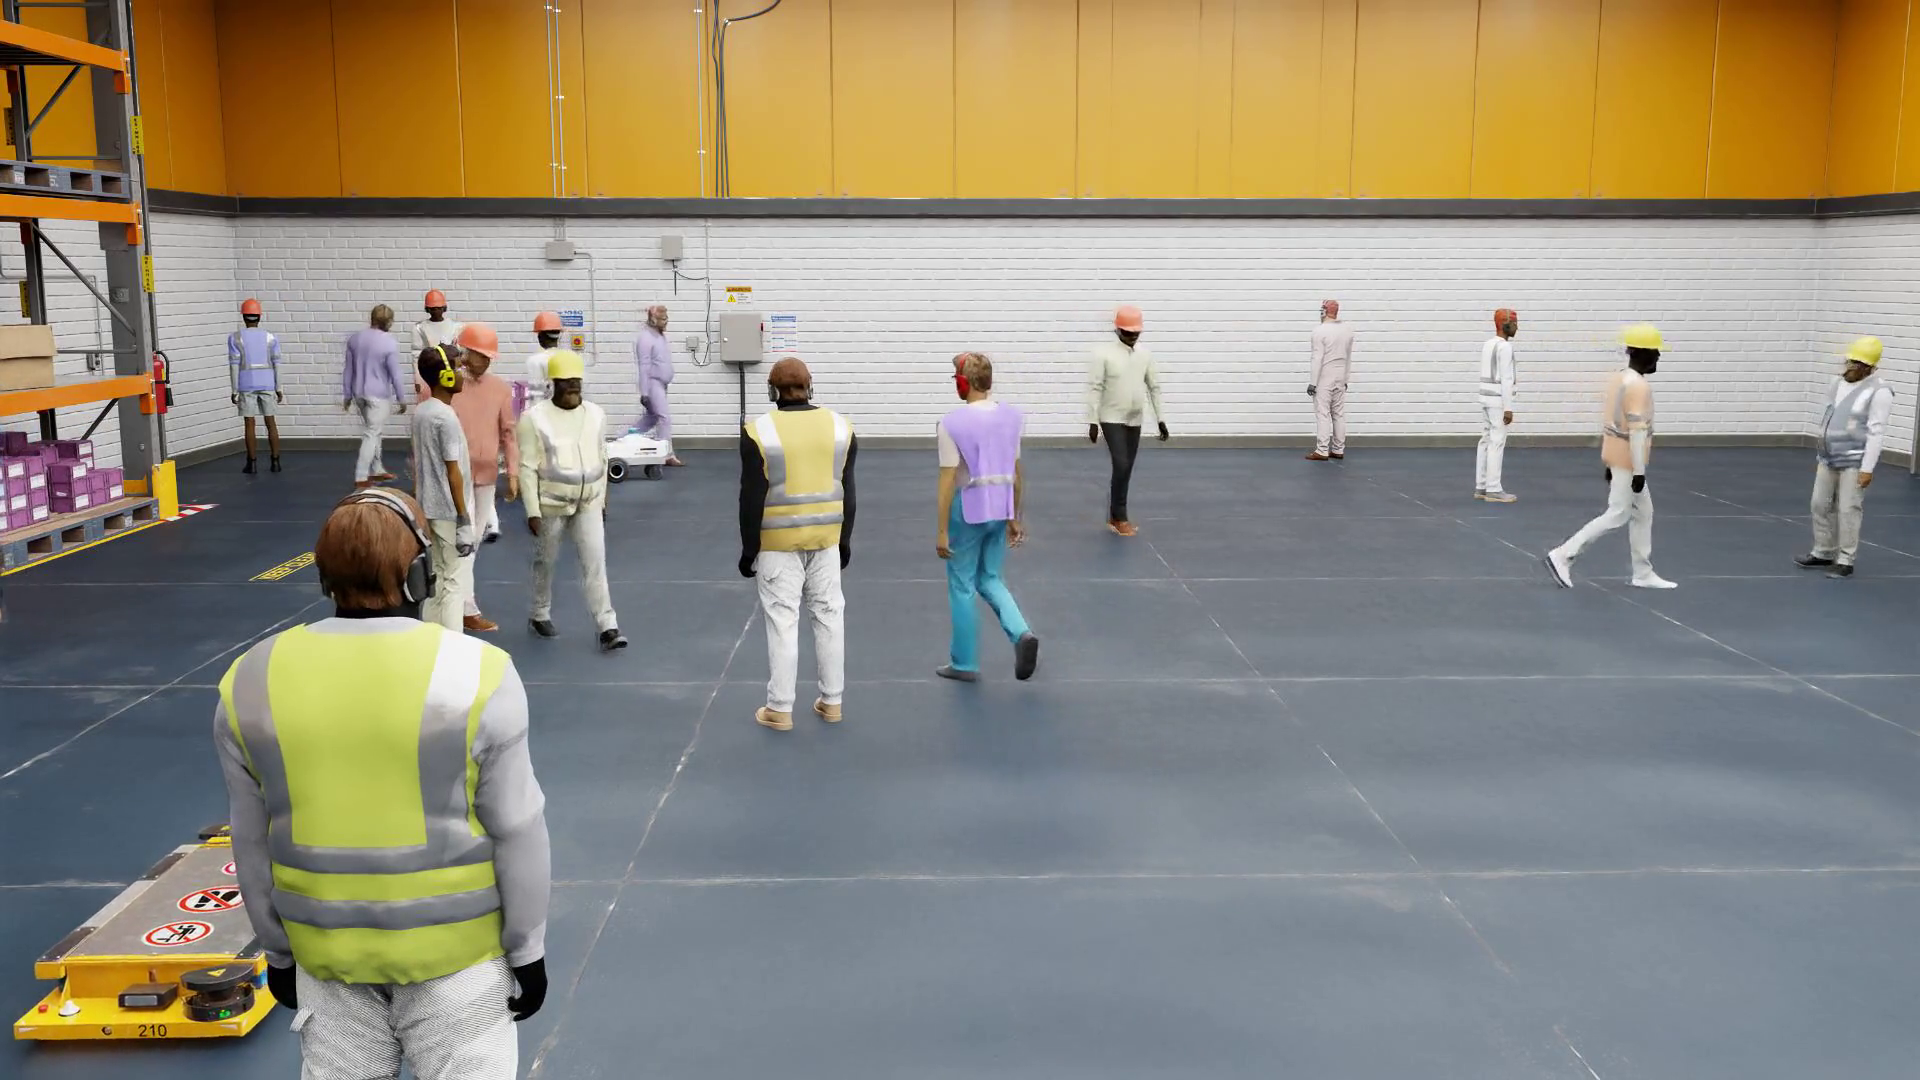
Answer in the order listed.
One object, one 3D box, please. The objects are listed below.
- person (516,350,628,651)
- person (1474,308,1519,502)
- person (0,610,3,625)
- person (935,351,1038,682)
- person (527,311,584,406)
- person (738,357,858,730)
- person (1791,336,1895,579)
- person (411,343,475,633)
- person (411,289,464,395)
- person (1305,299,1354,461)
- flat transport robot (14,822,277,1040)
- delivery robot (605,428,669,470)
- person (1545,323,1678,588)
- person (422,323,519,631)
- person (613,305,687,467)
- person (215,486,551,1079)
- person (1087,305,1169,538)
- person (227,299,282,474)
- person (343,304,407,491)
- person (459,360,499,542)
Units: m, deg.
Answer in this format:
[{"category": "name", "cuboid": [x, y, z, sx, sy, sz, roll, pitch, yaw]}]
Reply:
[{"category": "person", "cuboid": [-2.347, -0.238, 9.946, 0.610, 1.790, 0.939, -7, 12, -38]}, {"category": "person", "cuboid": [5.261, -1.318, 16.273, 0.337, 1.882, 0.585, -1, 9, -4]}, {"category": "person", "cuboid": [-6.178, -0.200, 10.123, 0.549, 1.646, 0.865, 0, 9, 0]}, {"category": "person", "cuboid": [0.124, -0.102, 8.979, 0.581, 1.829, 0.620, -8, 12, -41]}, {"category": "person", "cuboid": [-3.442, -1.013, 14.335, 0.789, 1.916, 0.552, 8, 12, 40]}, {"category": "person", "cuboid": [-0.812, 0.019, 8.226, 0.621, 1.837, 0.429, -5, 11, -29]}, {"category": "person", "cuboid": [6.460, -0.595, 12.156, 0.406, 1.786, 0.679, -2, 10, -13]}, {"category": "person", "cuboid": [-2.743, -0.115, 8.929, 0.328, 1.876, 0.515, -8, 12, -39]}, {"category": "person", "cuboid": [-6.113, -1.927, 19.570, 0.616, 2.030, 0.403, -5, 10, -26]}, {"category": "person", "cuboid": [4.358, -1.896, 19.752, 0.651, 1.906, 0.403, -7, 11, -35]}, {"category": "flat transport robot", "cuboid": [-2.425, 1.245, 5.491, 0.652, 0.197, 1.431, 0, 9, -2]}, {"category": "delivery robot", "cuboid": [-3.494, -0.956, 17.833, 0.707, 0.478, 0.477, -4, 10, -21]}, {"category": "person", "cuboid": [4.633, -0.578, 11.724, 0.865, 1.900, 0.595, 2, 9, 11]}, {"category": "person", "cuboid": [-3.194, -0.426, 10.708, 0.917, 1.941, 0.627, 9, 13, 43]}, {"category": "person", "cuboid": [-3.585, -1.756, 19.035, 0.822, 1.869, 0.676, 1, 9, 7]}, {"category": "person", "cuboid": [-1.124, 0.809, 3.359, 0.625, 1.846, 0.429, 0, 9, 2]}, {"category": "person", "cuboid": [1.426, -1.001, 14.078, 0.661, 1.952, 0.705, -6, 11, -31]}, {"category": "person", "cuboid": [-7.826, -1.696, 18.484, 0.553, 1.937, 0.390, -6, 11, -33]}, {"category": "person", "cuboid": [-5.946, -1.461, 17.105, 0.657, 1.896, 0.833, 4, 10, 23]}, {"category": "person", "cuboid": [-4.125, -0.773, 13.863, 0.871, 1.603, 0.531, 9, 13, 43]}]
